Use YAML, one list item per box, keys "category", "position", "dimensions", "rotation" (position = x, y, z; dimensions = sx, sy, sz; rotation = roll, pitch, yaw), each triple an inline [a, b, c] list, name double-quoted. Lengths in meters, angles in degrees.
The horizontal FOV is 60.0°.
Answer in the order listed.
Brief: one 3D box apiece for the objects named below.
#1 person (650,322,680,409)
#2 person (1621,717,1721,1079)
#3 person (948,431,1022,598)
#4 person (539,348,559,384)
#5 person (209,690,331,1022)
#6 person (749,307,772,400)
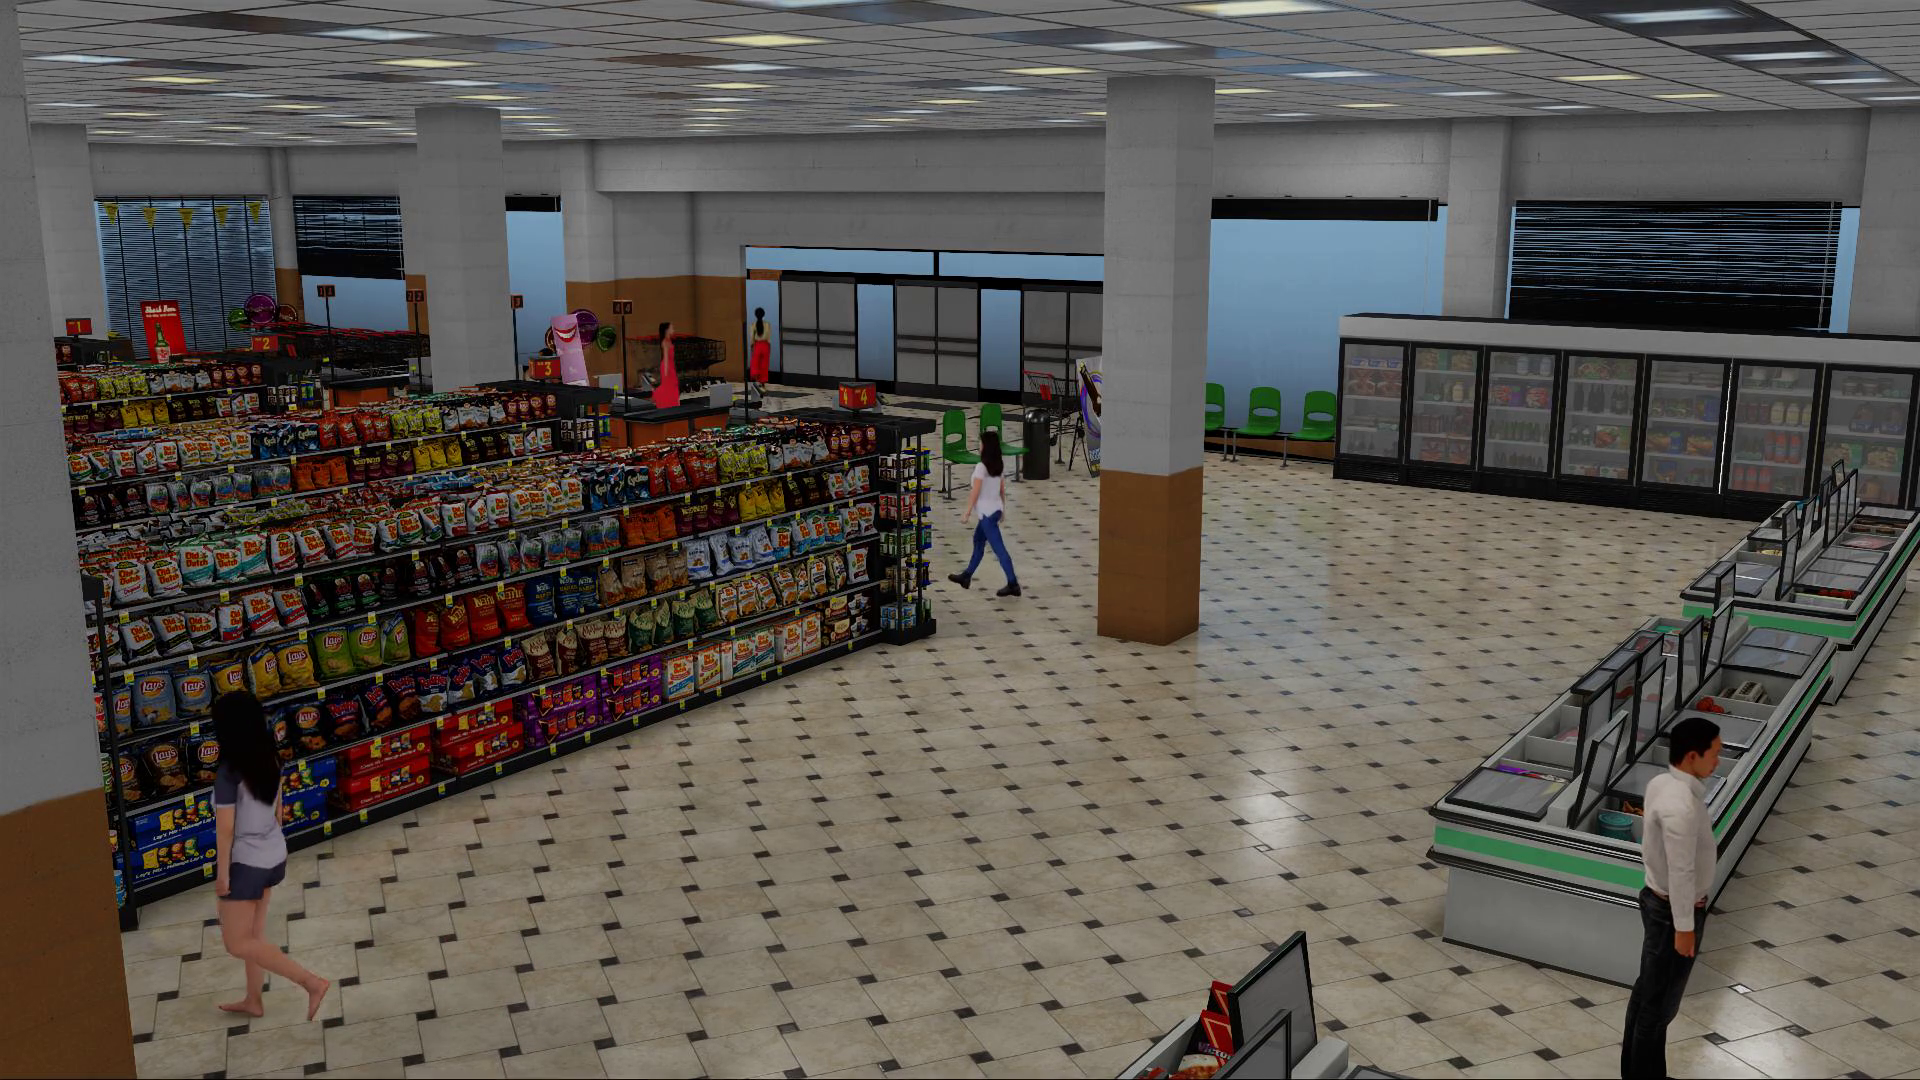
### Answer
- category: "person"
  position: [-5.315, -3.031, 29.787]
  dimensions: [0.932, 1.707, 0.881]
  rotation: [-1, 12, -7]
- category: "person"
  position: [3.127, 1.645, 7.338]
  dimensions: [0.791, 1.806, 0.617]
  rotation: [3, 12, 15]
- category: "person"
  position: [0.363, -0.198, 16.505]
  dimensions: [0.756, 1.636, 1.062]
  rotation: [7, 14, 28]
- category: "person"
  position: [-6.377, -2.154, 25.773]
  dimensions: [0.651, 1.645, 0.521]
  rotation: [9, 15, 36]
- category: "person"
  position: [-3.352, 1.563, 8.002]
  dimensions: [0.896, 1.694, 0.956]
  rotation: [2, 12, 12]
- category: "person"
  position: [-3.873, -3.635, 32.461]
  dimensions: [0.786, 1.786, 0.838]
  rotation: [-3, 12, -15]
